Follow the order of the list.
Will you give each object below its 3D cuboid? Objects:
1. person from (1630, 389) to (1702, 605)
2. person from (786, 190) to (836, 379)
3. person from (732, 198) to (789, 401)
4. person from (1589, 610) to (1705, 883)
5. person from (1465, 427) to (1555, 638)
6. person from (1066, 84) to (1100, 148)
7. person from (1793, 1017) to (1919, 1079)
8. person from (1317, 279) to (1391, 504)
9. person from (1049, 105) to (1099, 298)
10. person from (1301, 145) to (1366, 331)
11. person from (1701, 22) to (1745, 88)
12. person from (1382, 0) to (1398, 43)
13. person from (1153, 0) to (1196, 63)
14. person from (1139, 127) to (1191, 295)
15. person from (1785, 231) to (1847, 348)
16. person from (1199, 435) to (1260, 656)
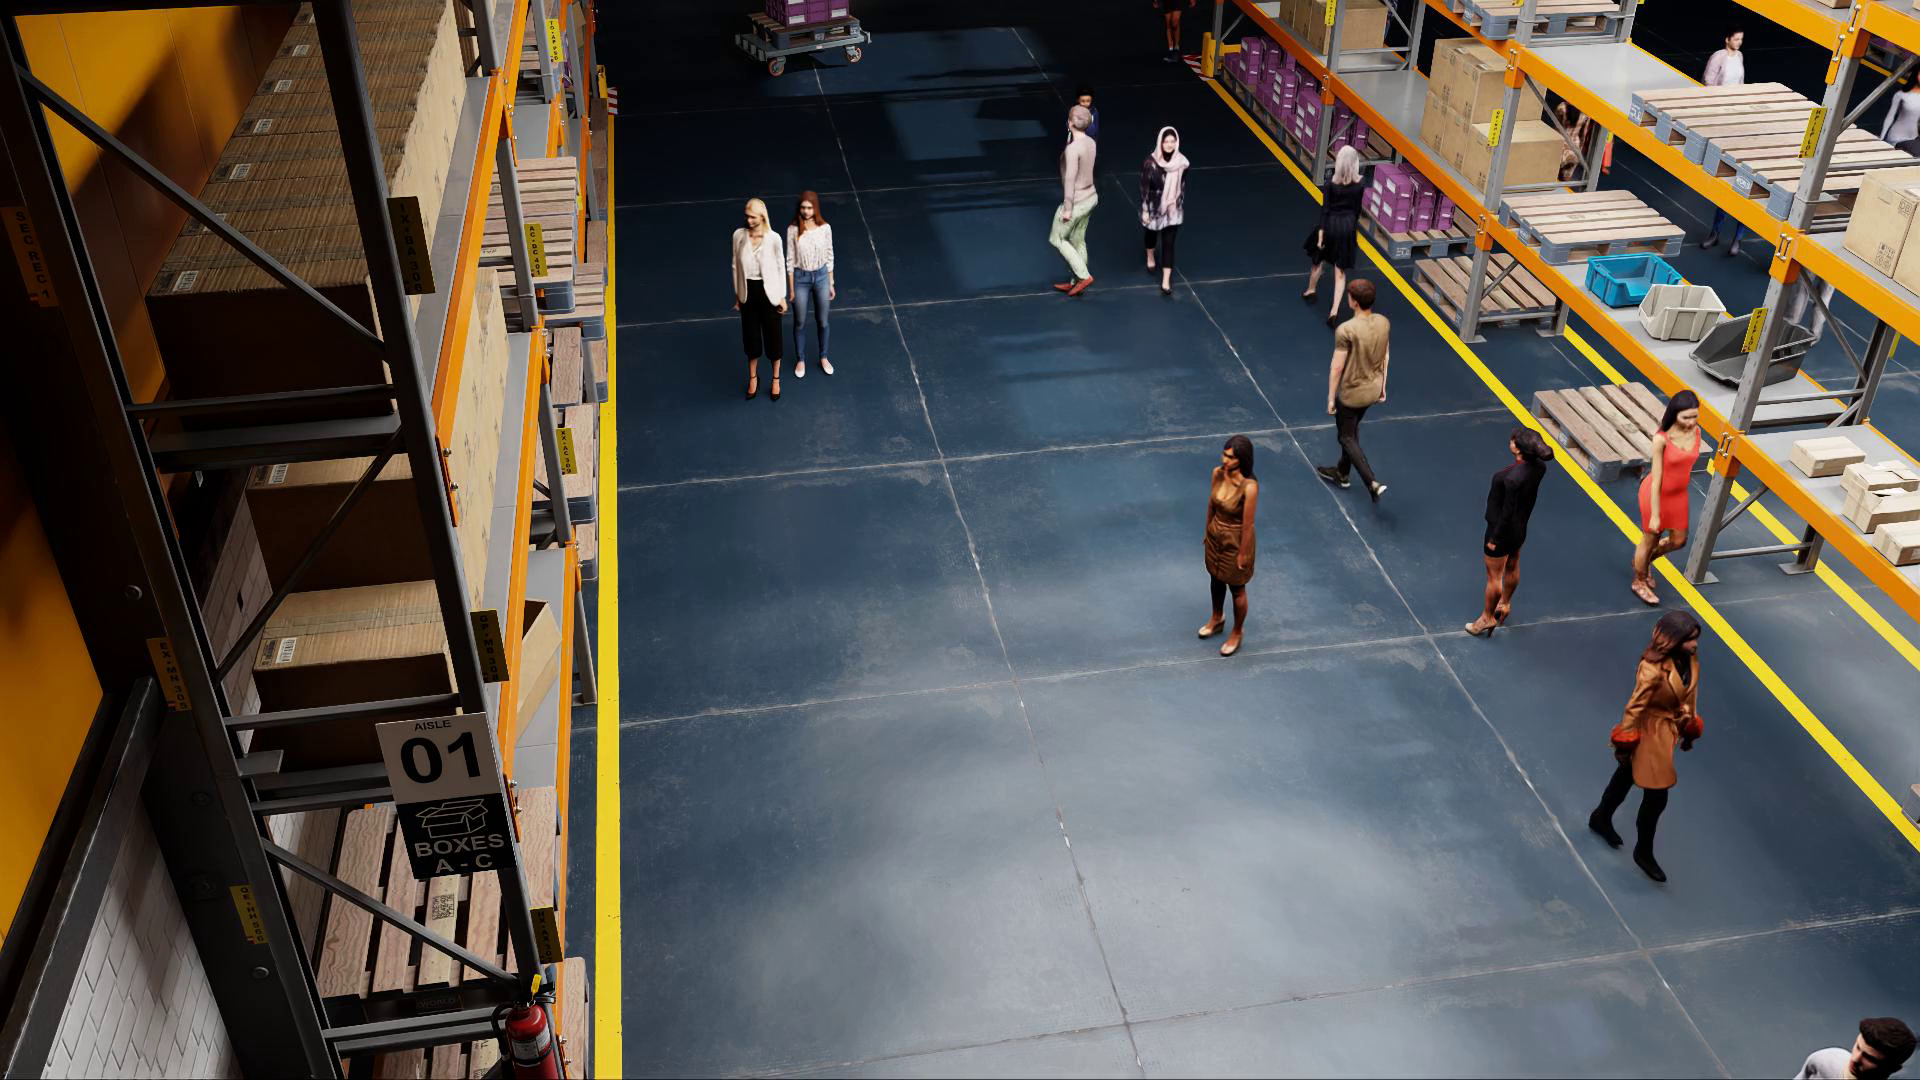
[{"bbox_3d":[4.925,-0.330,11.803,0.653,1.707,0.685,-16,37,-22],"label":"person"},{"bbox_3d":[-1.327,-2.285,14.728,0.575,1.726,0.499,-7,34,-10],"label":"person"},{"bbox_3d":[-1.713,-2.062,14.274,0.678,1.858,0.636,5,34,8],"label":"person"},{"bbox_3d":[3.929,1.096,9.661,0.901,1.704,0.985,-21,39,-28],"label":"person"},{"bbox_3d":[3.771,-0.057,11.454,0.696,1.640,0.756,-27,42,-34],"label":"person"},{"bbox_3d":[1.360,-4.469,18.499,0.563,1.189,0.831,-3,34,-5],"label":"person"},{"bbox_3d":[3.662,2.707,7.071,0.786,1.888,0.582,-14,36,-20],"label":"person"},{"bbox_3d":[3.130,-1.096,12.855,0.954,1.820,1.177,-16,37,-23],"label":"person"},{"bbox_3d":[1.213,-3.208,16.005,0.936,1.851,0.864,15,37,22],"label":"person"},{"bbox_3d":[3.540,-2.786,15.485,0.624,1.723,0.947,-5,34,-8],"label":"person"},{"bbox_3d":[8.503,-4.944,18.713,0.766,1.743,0.740,-17,37,-23],"label":"person"},{"bbox_3d":[5.745,-7.096,22.397,0.645,1.250,0.568,11,35,16],"label":"person"},{"bbox_3d":[2.906,-7.273,22.206,0.807,1.756,0.855,19,38,27],"label":"person"},{"bbox_3d":[1.956,-3.292,16.371,0.710,1.584,1.131,-3,34,-4],"label":"person"},{"bbox_3d":[7.884,-2.608,15.170,0.678,1.774,0.706,14,36,20],"label":"person"},{"bbox_3d":[1.839,0.021,11.295,0.692,1.686,0.580,-22,39,-29],"label":"person"}]
